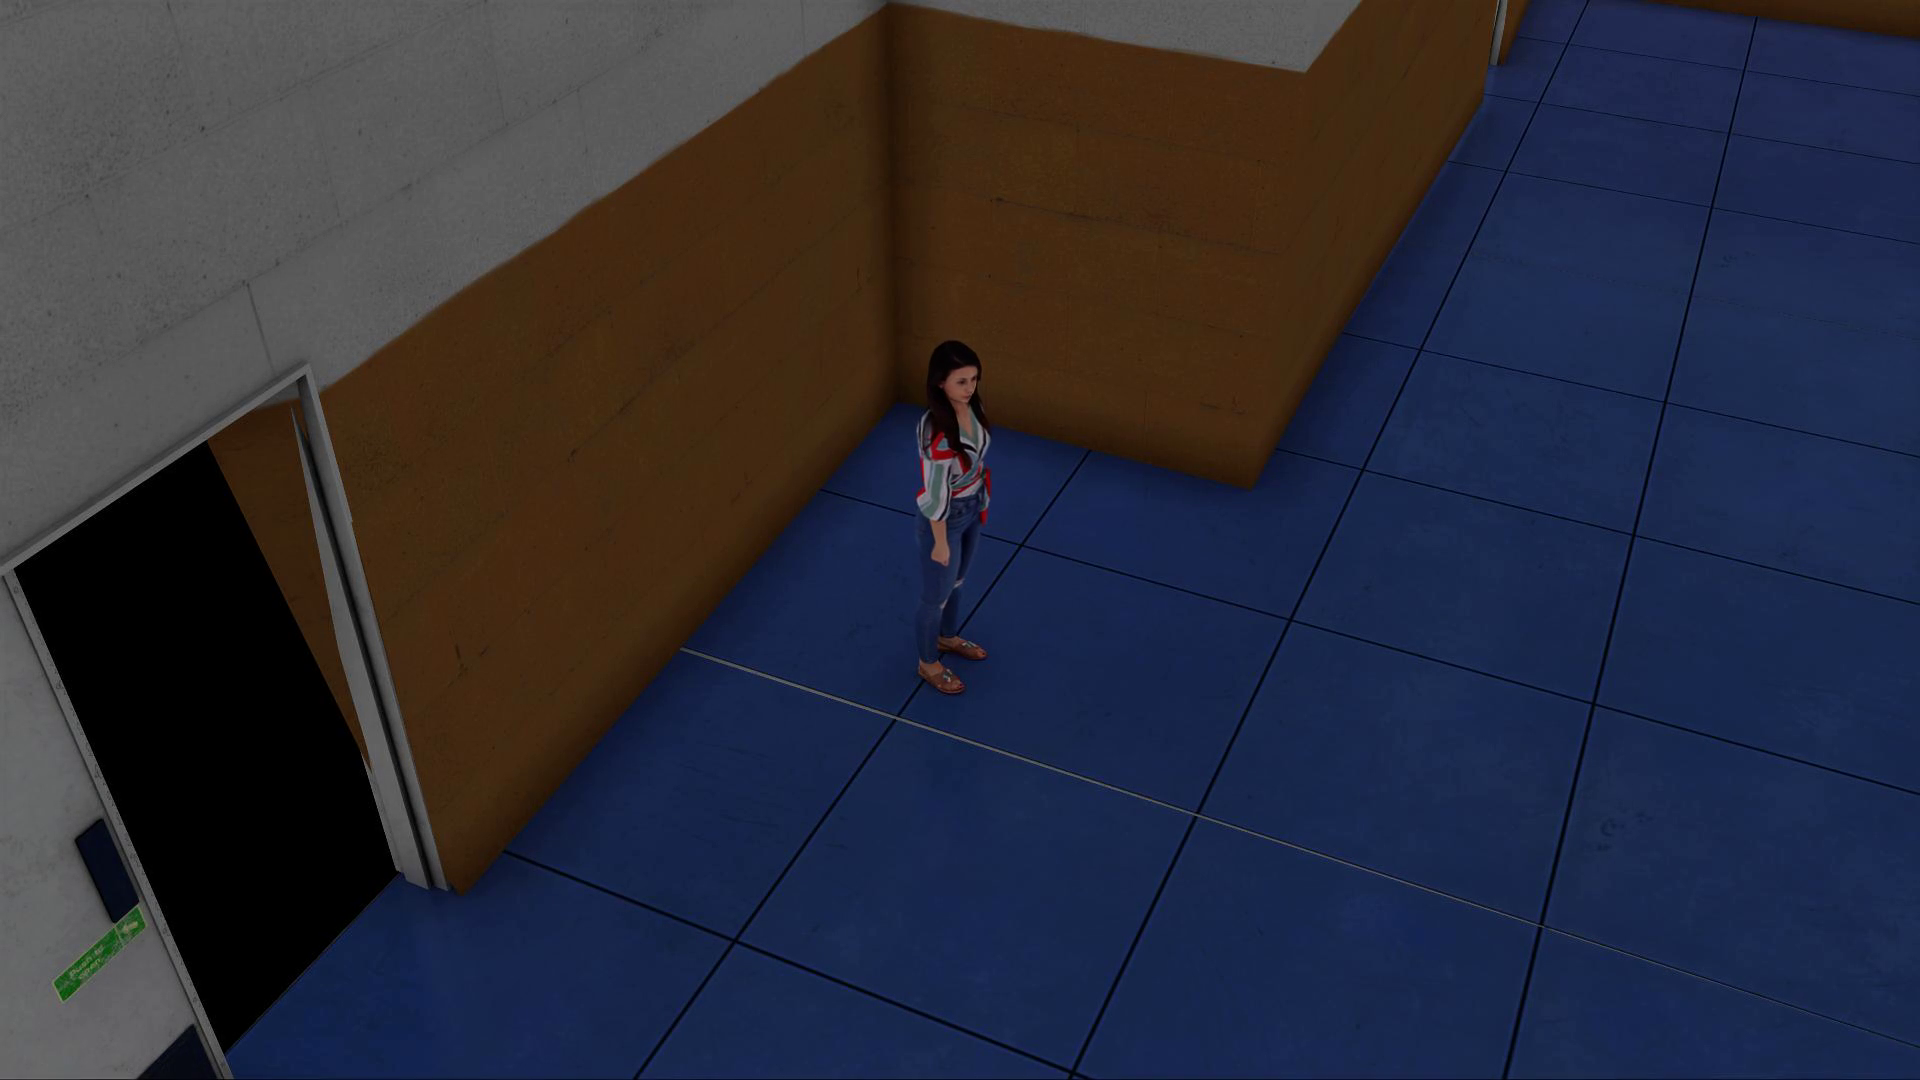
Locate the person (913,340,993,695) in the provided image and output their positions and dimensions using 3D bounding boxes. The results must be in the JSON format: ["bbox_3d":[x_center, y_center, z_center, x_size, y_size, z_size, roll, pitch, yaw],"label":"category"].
[{"bbox_3d":[-0.043,-0.102,6.850,0.498,1.612,0.581,17,40,21],"label":"person"}]
